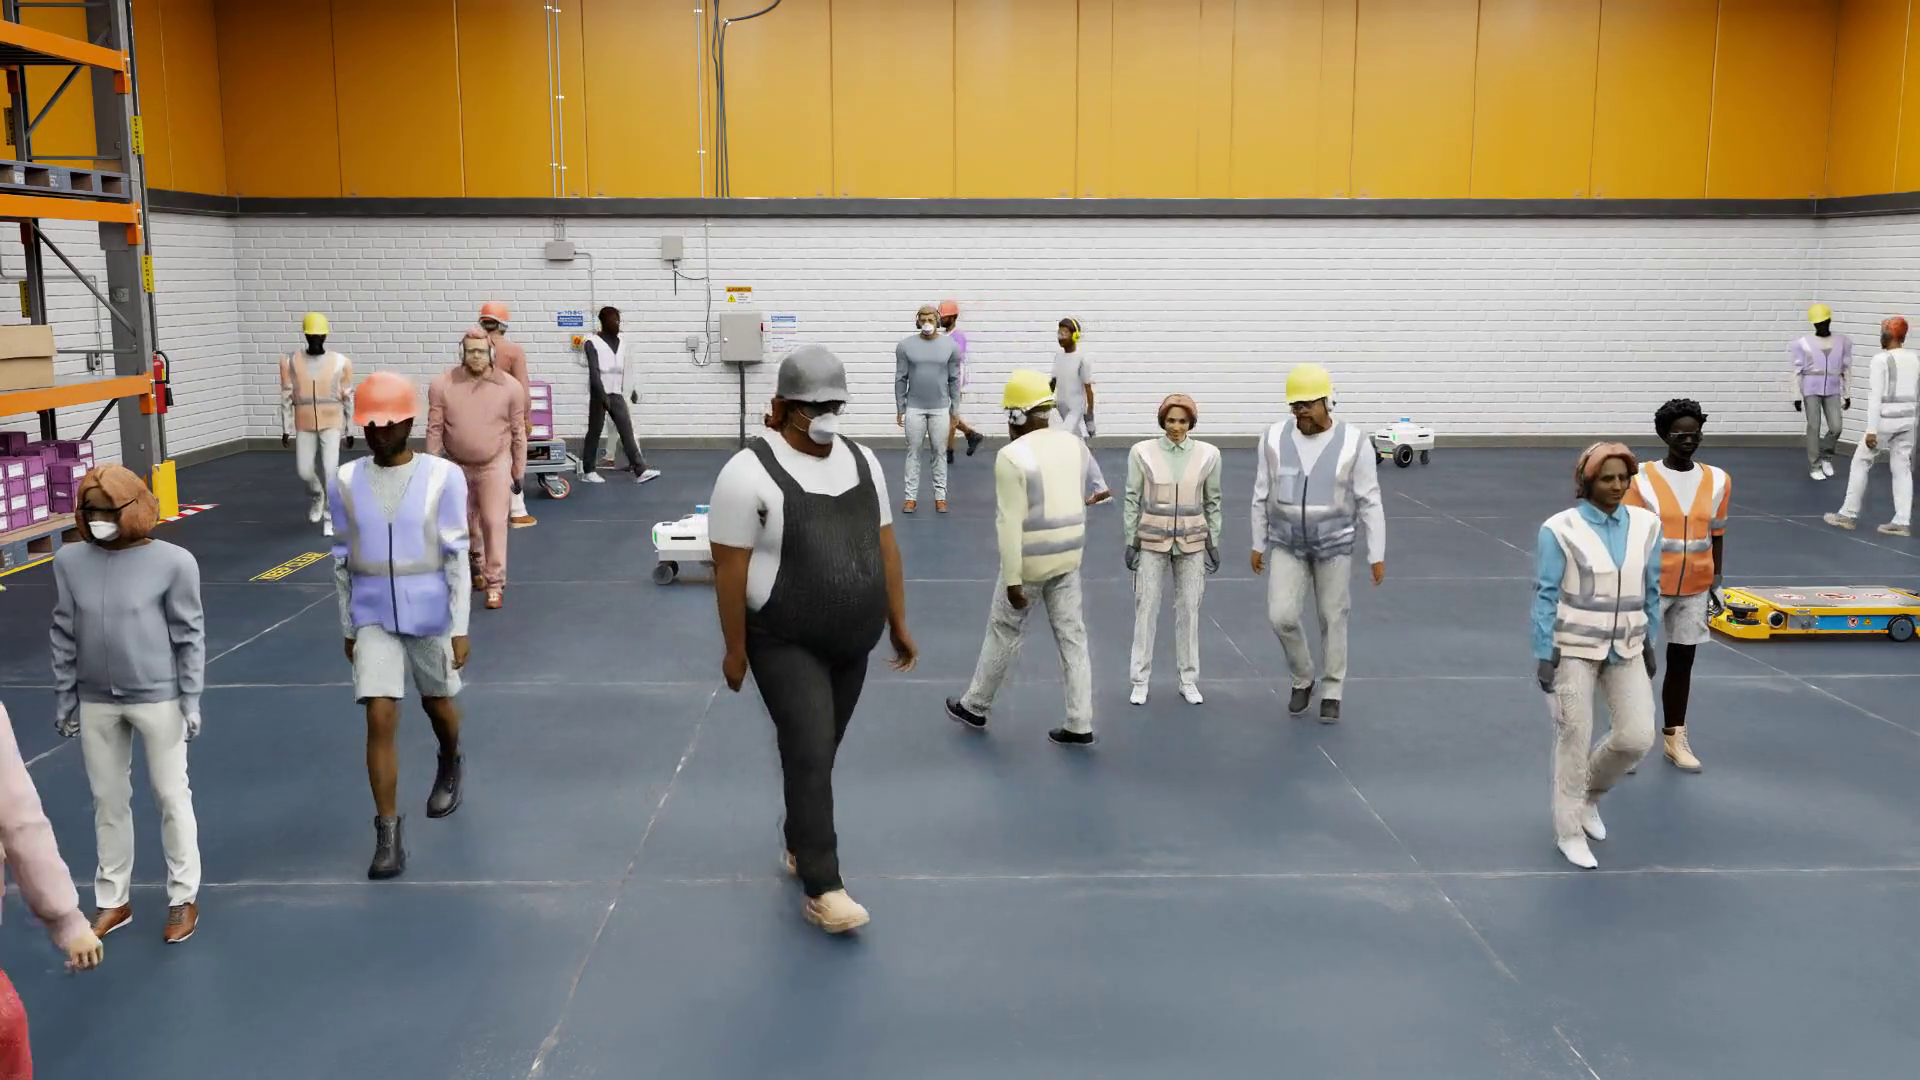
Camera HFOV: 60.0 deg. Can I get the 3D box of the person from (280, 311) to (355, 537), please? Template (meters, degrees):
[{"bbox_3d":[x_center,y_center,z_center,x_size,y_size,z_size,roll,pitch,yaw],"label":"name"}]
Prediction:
[{"bbox_3d":[-5.465,-0.995,14.202,0.602,1.909,0.552,-2,10,-13],"label":"person"}]

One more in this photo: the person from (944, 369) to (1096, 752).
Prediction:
[{"bbox_3d":[0.316,0.086,7.959,0.614,1.790,0.896,-8,12,-39],"label":"person"}]

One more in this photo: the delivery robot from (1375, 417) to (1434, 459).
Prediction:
[{"bbox_3d":[5.142,-1.181,19.211,0.707,0.478,0.477,-6,11,-31],"label":"delivery robot"}]

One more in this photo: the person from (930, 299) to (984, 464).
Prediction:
[{"bbox_3d":[-0.044,-1.835,19.311,0.592,1.921,0.551,-3,10,-18],"label":"person"}]

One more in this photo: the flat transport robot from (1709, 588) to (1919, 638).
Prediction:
[{"bbox_3d":[5.395,0.445,10.393,1.431,0.197,0.652,0,9,-1],"label":"flat transport robot"}]

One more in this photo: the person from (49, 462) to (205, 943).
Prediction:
[{"bbox_3d":[-2.787,0.550,5.586,0.497,1.633,0.279,0,9,-1],"label":"person"}]

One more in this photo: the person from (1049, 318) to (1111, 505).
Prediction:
[{"bbox_3d":[1.050,-1.189,15.740,1.021,1.813,0.519,-4,10,-25],"label":"person"}]

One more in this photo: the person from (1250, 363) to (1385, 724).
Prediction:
[{"bbox_3d":[1.772,0.027,8.245,0.696,1.804,0.446,4,10,21],"label":"person"}]

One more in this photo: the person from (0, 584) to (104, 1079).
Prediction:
[{"bbox_3d":[-2.124,0.818,3.639,0.530,1.737,0.798,6,11,33],"label":"person"}]

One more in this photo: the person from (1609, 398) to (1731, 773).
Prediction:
[{"bbox_3d":[3.183,0.208,7.485,0.529,1.697,0.321,0,9,-1],"label":"person"}]

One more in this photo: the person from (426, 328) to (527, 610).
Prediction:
[{"bbox_3d":[-3.281,-0.511,11.363,0.645,1.875,0.868,-1,9,-7],"label":"person"}]

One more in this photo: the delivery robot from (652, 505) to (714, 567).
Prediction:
[{"bbox_3d":[-1.859,-0.011,12.037,0.707,0.478,0.477,0,9,-1],"label":"delivery robot"}]

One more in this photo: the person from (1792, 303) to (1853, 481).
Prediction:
[{"bbox_3d":[9.237,-1.581,17.836,0.613,1.899,0.411,2,9,11],"label":"person"}]

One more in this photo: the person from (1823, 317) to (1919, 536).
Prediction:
[{"bbox_3d":[7.906,-0.986,14.333,0.602,1.850,0.845,-3,10,-20],"label":"person"}]

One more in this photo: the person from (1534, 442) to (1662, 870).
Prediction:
[{"bbox_3d":[2.413,0.437,6.301,0.534,1.622,0.370,-2,9,-10],"label":"person"}]

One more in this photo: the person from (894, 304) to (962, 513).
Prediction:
[{"bbox_3d":[-0.296,-1.214,15.465,0.627,1.940,0.371,0,9,-1],"label":"person"}]

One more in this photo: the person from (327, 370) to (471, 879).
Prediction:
[{"bbox_3d":[-2.165,0.271,6.512,0.534,1.898,0.961,-1,9,-7],"label":"person"}]

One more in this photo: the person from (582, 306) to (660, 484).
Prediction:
[{"bbox_3d":[-3.650,-1.506,17.469,0.970,1.865,0.604,6,11,32],"label":"person"}]

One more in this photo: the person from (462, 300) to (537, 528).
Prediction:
[{"bbox_3d":[-4.035,-1.098,14.588,0.621,1.991,0.399,2,9,12],"label":"person"}]

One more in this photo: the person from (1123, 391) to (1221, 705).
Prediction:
[{"bbox_3d":[1.103,0.045,8.662,0.512,1.639,0.312,0,9,-1],"label":"person"}]

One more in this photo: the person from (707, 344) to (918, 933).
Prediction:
[{"bbox_3d":[-0.432,0.307,5.828,0.687,2.000,0.868,-9,13,-43],"label":"person"}]

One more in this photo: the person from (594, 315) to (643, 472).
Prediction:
[{"bbox_3d":[-3.870,-1.647,18.471,0.753,1.829,0.559,0,9,-3],"label":"person"}]
